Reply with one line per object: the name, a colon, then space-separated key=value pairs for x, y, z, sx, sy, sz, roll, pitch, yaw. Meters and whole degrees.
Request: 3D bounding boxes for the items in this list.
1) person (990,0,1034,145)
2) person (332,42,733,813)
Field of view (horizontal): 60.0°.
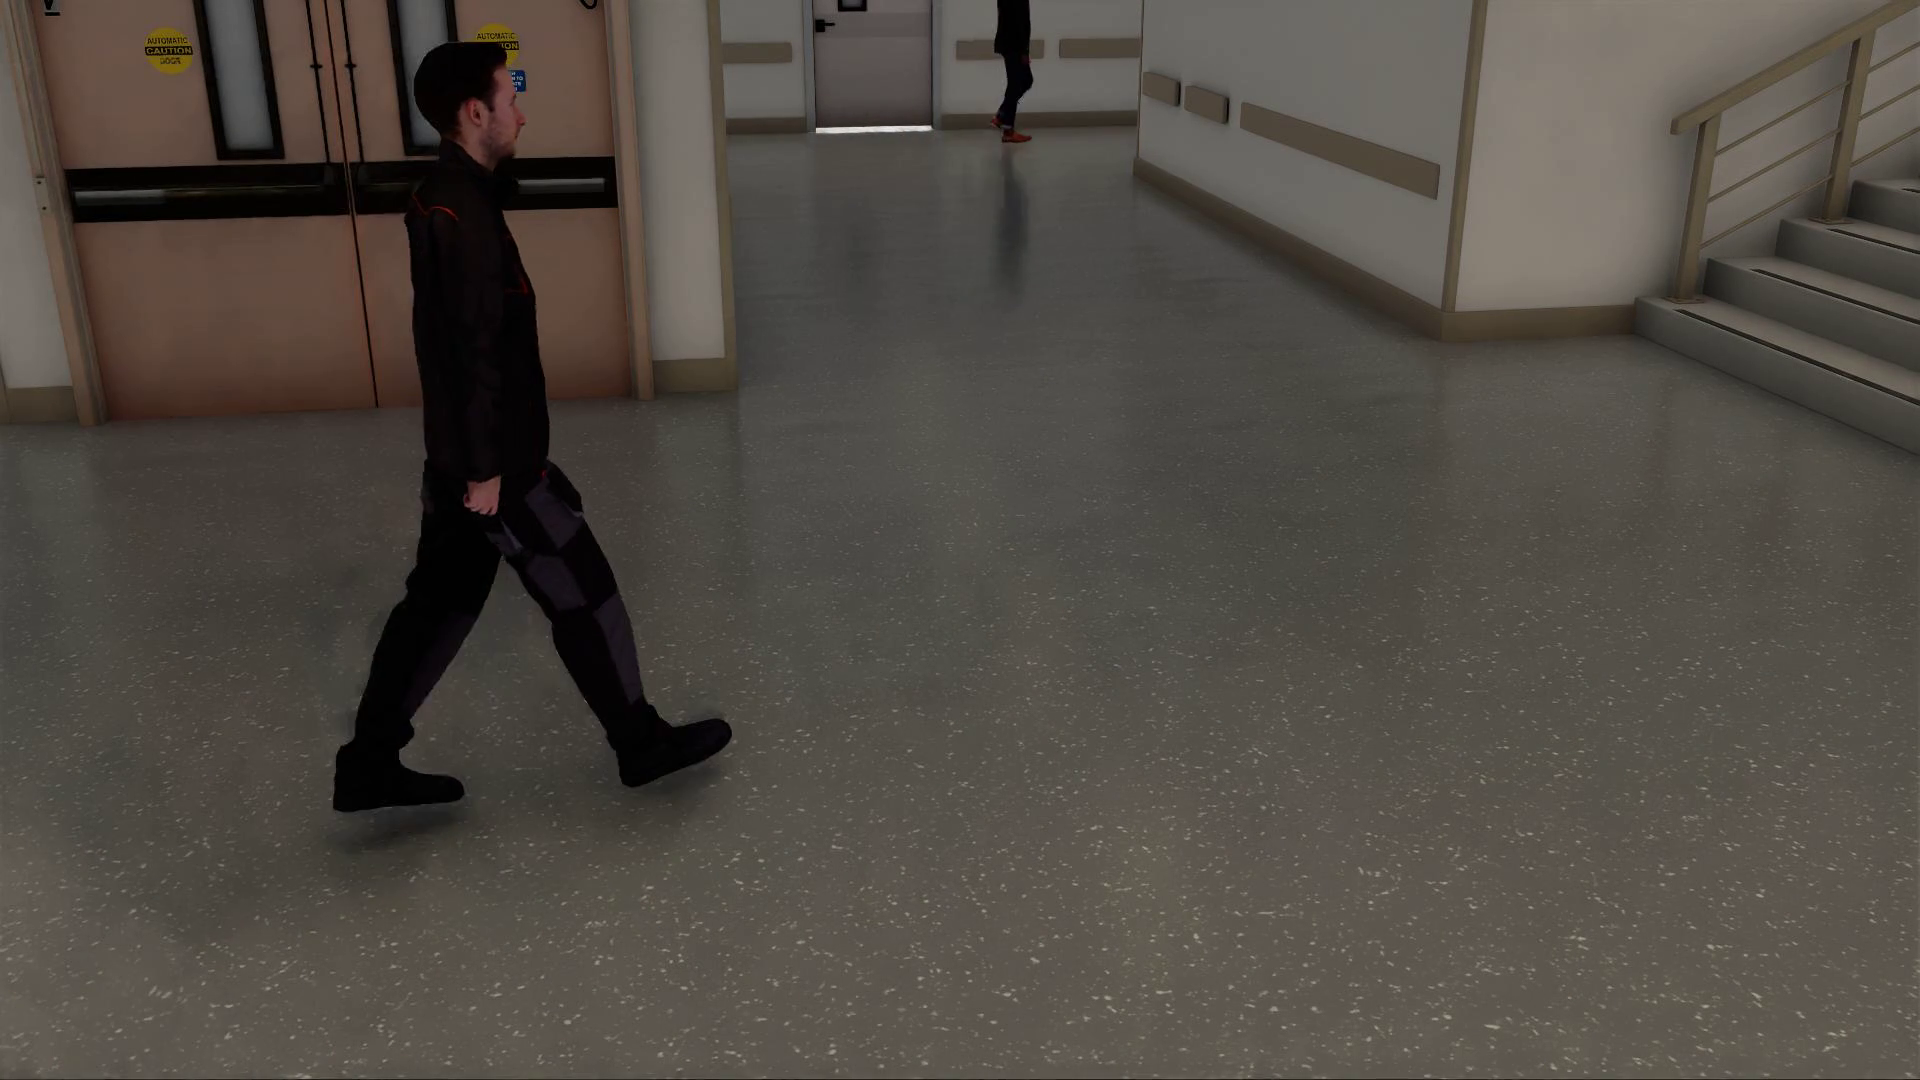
person: x=0.447 y=-4.807 z=16.262 sx=0.686 sy=1.812 sz=0.731 roll=-2 pitch=21 yaw=-6
person: x=-1.182 y=-0.163 z=3.926 sx=1.333 sy=1.866 sz=1.015 roll=-12 pitch=24 yaw=-29
